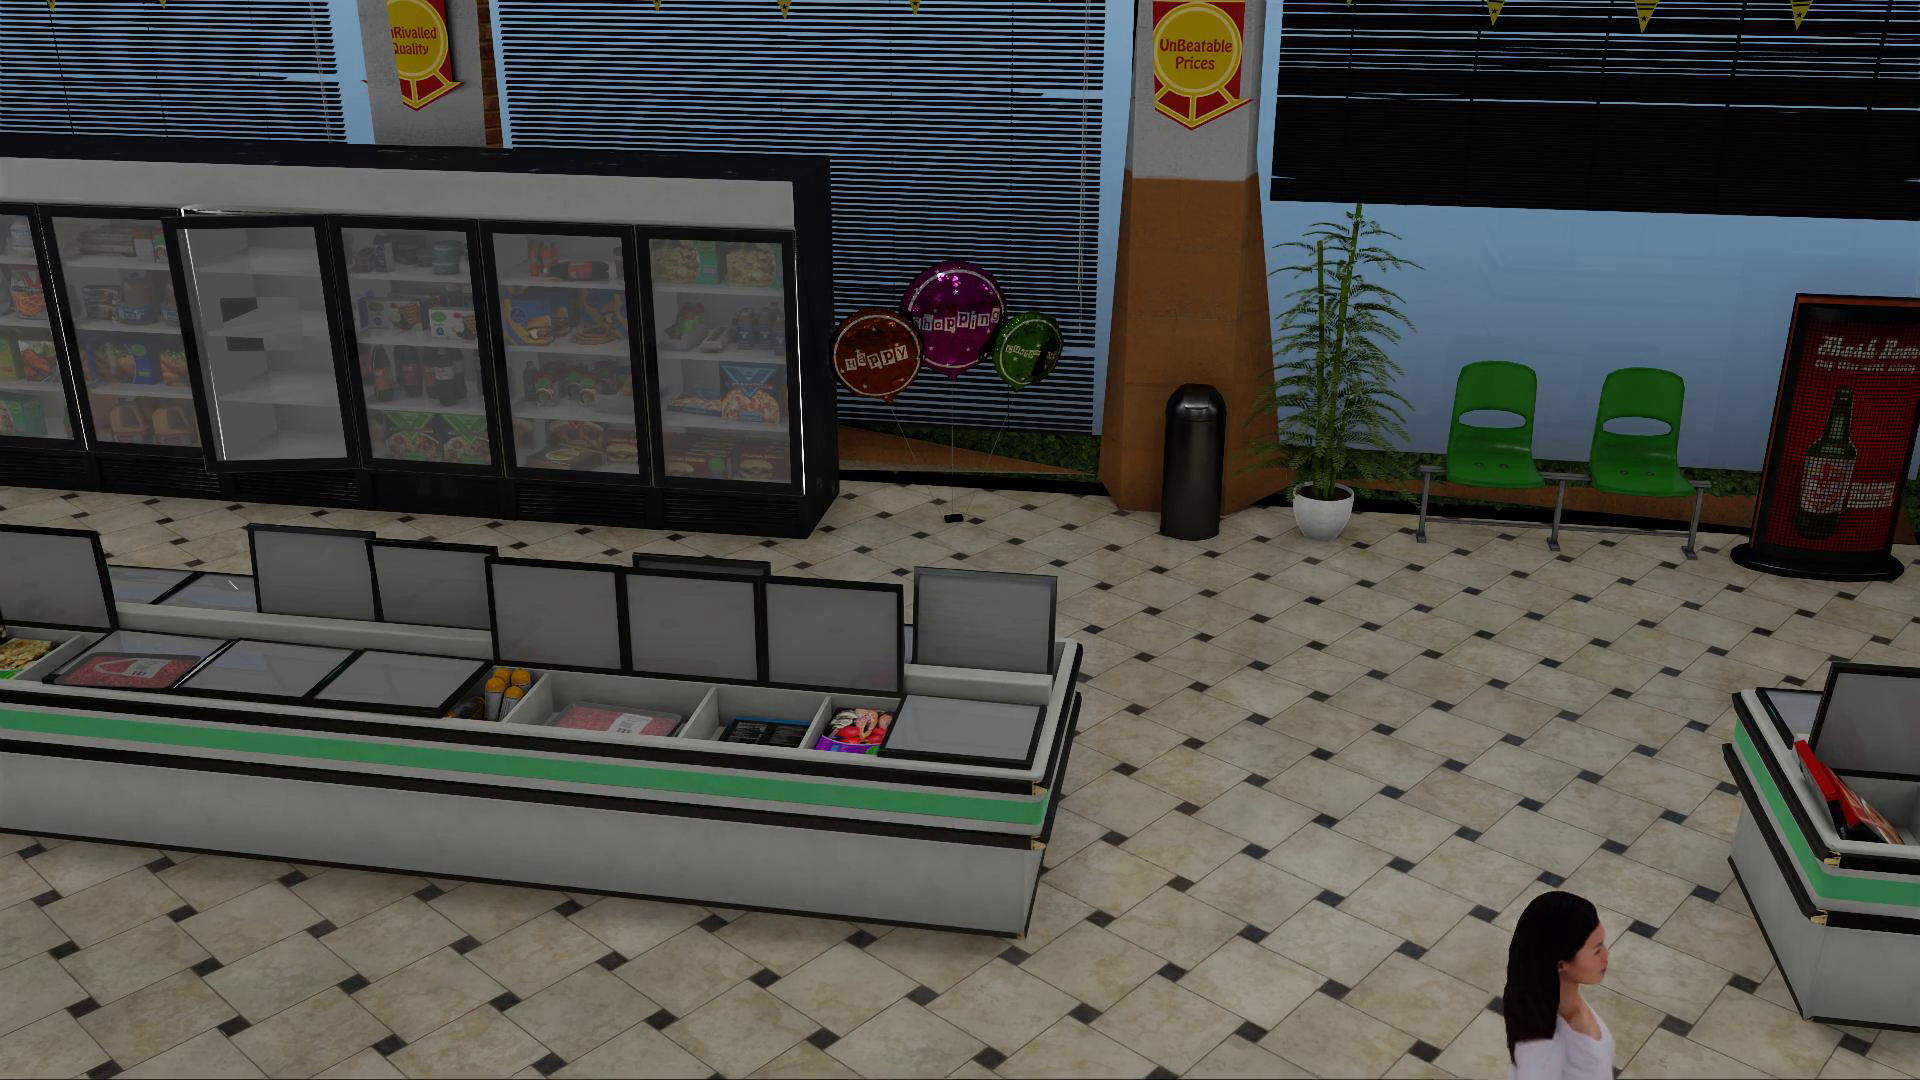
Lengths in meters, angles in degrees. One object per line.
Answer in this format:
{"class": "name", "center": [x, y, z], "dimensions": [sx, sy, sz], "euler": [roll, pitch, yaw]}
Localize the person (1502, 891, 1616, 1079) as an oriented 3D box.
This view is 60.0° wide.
{"class": "person", "center": [1.407, 1.657, 4.393], "dimensions": [1.073, 1.660, 0.706], "euler": [7, 23, 17]}
